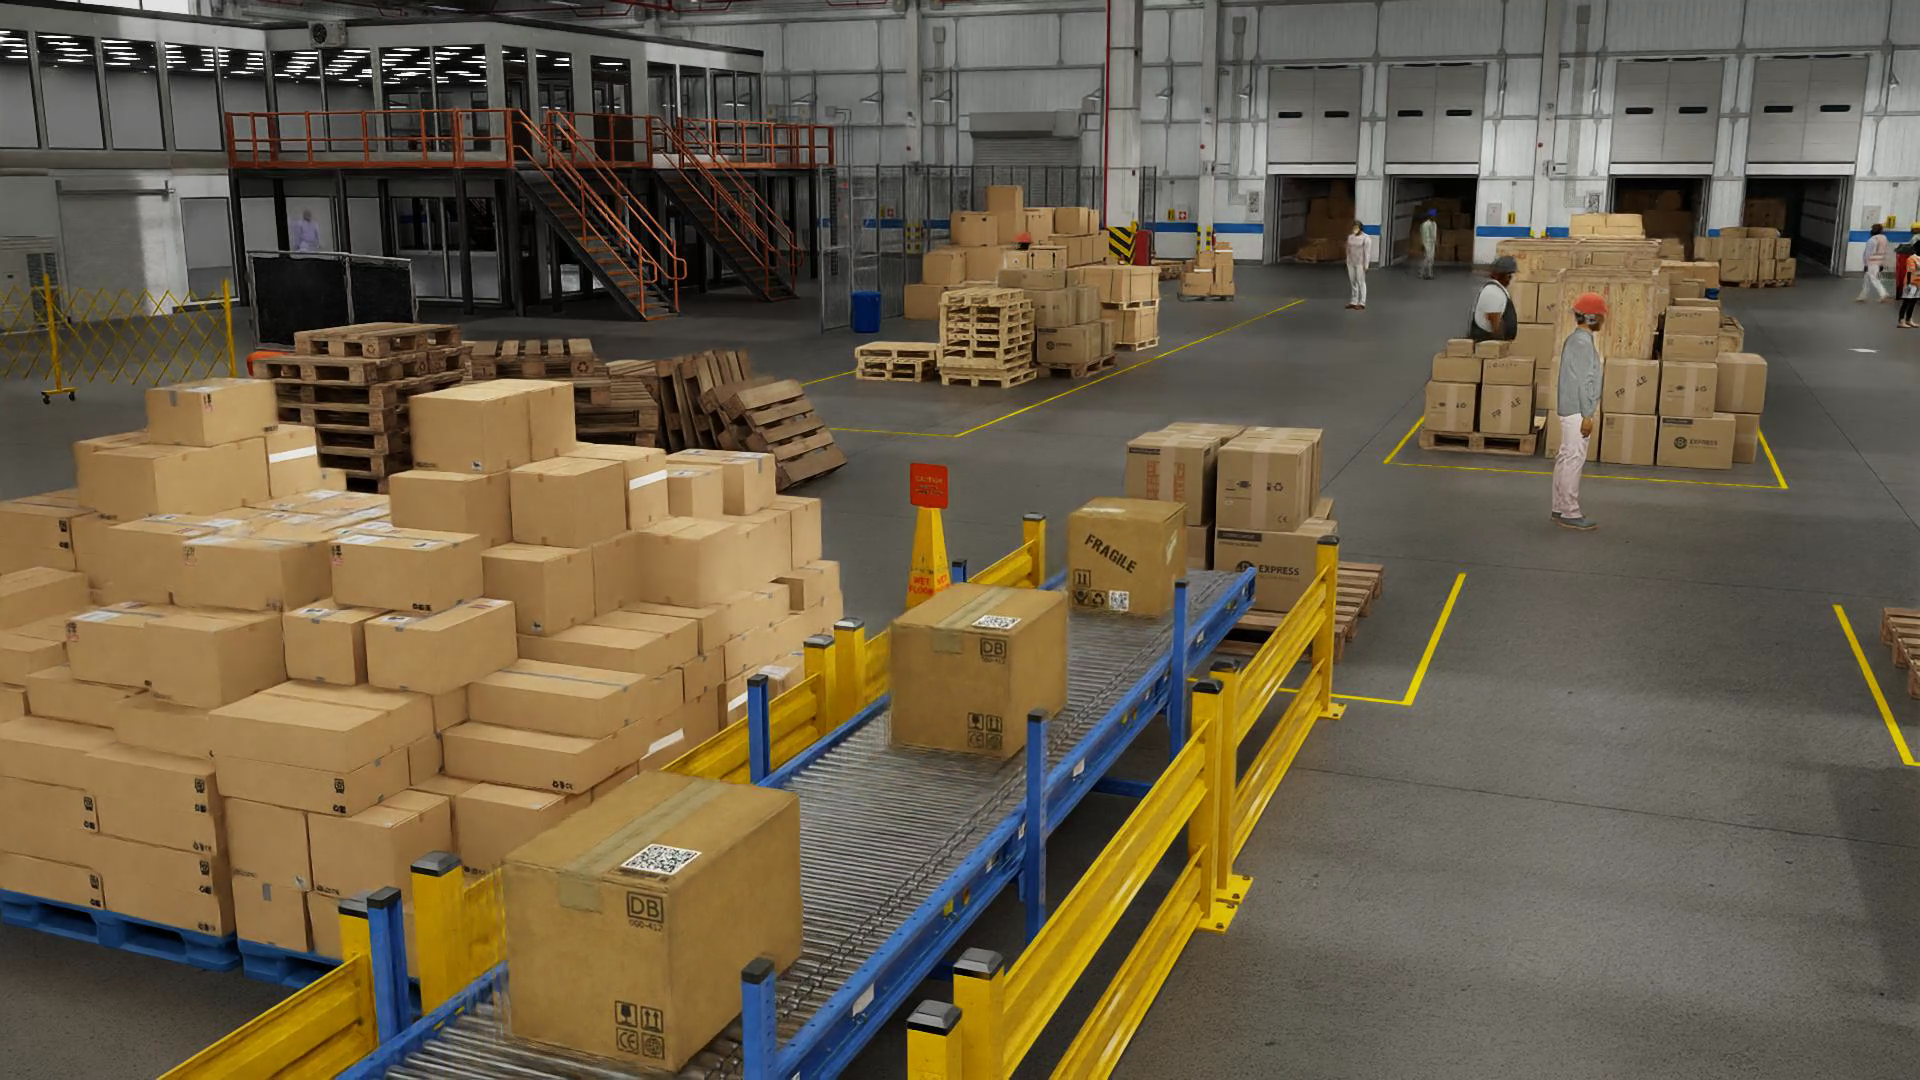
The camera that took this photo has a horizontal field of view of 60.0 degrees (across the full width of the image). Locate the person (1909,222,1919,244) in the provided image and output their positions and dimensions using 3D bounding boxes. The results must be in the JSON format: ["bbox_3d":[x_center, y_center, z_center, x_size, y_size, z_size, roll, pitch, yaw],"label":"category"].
[{"bbox_3d":[23.371,-6.918,40.789,0.295,1.745,0.486,10,16,37],"label":"person"}]

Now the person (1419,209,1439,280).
[{"bbox_3d":[12.933,-8.124,45.751,0.634,1.935,0.439,-11,17,-42],"label":"person"}]

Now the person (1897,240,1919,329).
[{"bbox_3d":[18.267,-4.897,31.850,0.534,1.691,0.322,-8,15,-32],"label":"person"}]

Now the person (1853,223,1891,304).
[{"bbox_3d":[20.785,-6.269,37.724,0.632,1.818,0.837,-9,15,-34],"label":"person"}]

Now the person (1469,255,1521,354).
[{"bbox_3d":[6.496,-2.445,20.054,0.869,2.000,0.701,6,14,24],"label":"person"}]

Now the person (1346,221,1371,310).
[{"bbox_3d":[8.628,-5.956,36.089,0.391,1.924,0.629,-8,15,-31],"label":"person"}]

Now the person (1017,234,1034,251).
[{"bbox_3d":[1.142,-4.493,29.604,1.010,1.879,0.565,-2,13,-10],"label":"person"}]

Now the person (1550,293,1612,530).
[{"bbox_3d":[5.252,-1.089,14.080,0.390,1.993,0.612,2,13,7],"label":"person"}]
